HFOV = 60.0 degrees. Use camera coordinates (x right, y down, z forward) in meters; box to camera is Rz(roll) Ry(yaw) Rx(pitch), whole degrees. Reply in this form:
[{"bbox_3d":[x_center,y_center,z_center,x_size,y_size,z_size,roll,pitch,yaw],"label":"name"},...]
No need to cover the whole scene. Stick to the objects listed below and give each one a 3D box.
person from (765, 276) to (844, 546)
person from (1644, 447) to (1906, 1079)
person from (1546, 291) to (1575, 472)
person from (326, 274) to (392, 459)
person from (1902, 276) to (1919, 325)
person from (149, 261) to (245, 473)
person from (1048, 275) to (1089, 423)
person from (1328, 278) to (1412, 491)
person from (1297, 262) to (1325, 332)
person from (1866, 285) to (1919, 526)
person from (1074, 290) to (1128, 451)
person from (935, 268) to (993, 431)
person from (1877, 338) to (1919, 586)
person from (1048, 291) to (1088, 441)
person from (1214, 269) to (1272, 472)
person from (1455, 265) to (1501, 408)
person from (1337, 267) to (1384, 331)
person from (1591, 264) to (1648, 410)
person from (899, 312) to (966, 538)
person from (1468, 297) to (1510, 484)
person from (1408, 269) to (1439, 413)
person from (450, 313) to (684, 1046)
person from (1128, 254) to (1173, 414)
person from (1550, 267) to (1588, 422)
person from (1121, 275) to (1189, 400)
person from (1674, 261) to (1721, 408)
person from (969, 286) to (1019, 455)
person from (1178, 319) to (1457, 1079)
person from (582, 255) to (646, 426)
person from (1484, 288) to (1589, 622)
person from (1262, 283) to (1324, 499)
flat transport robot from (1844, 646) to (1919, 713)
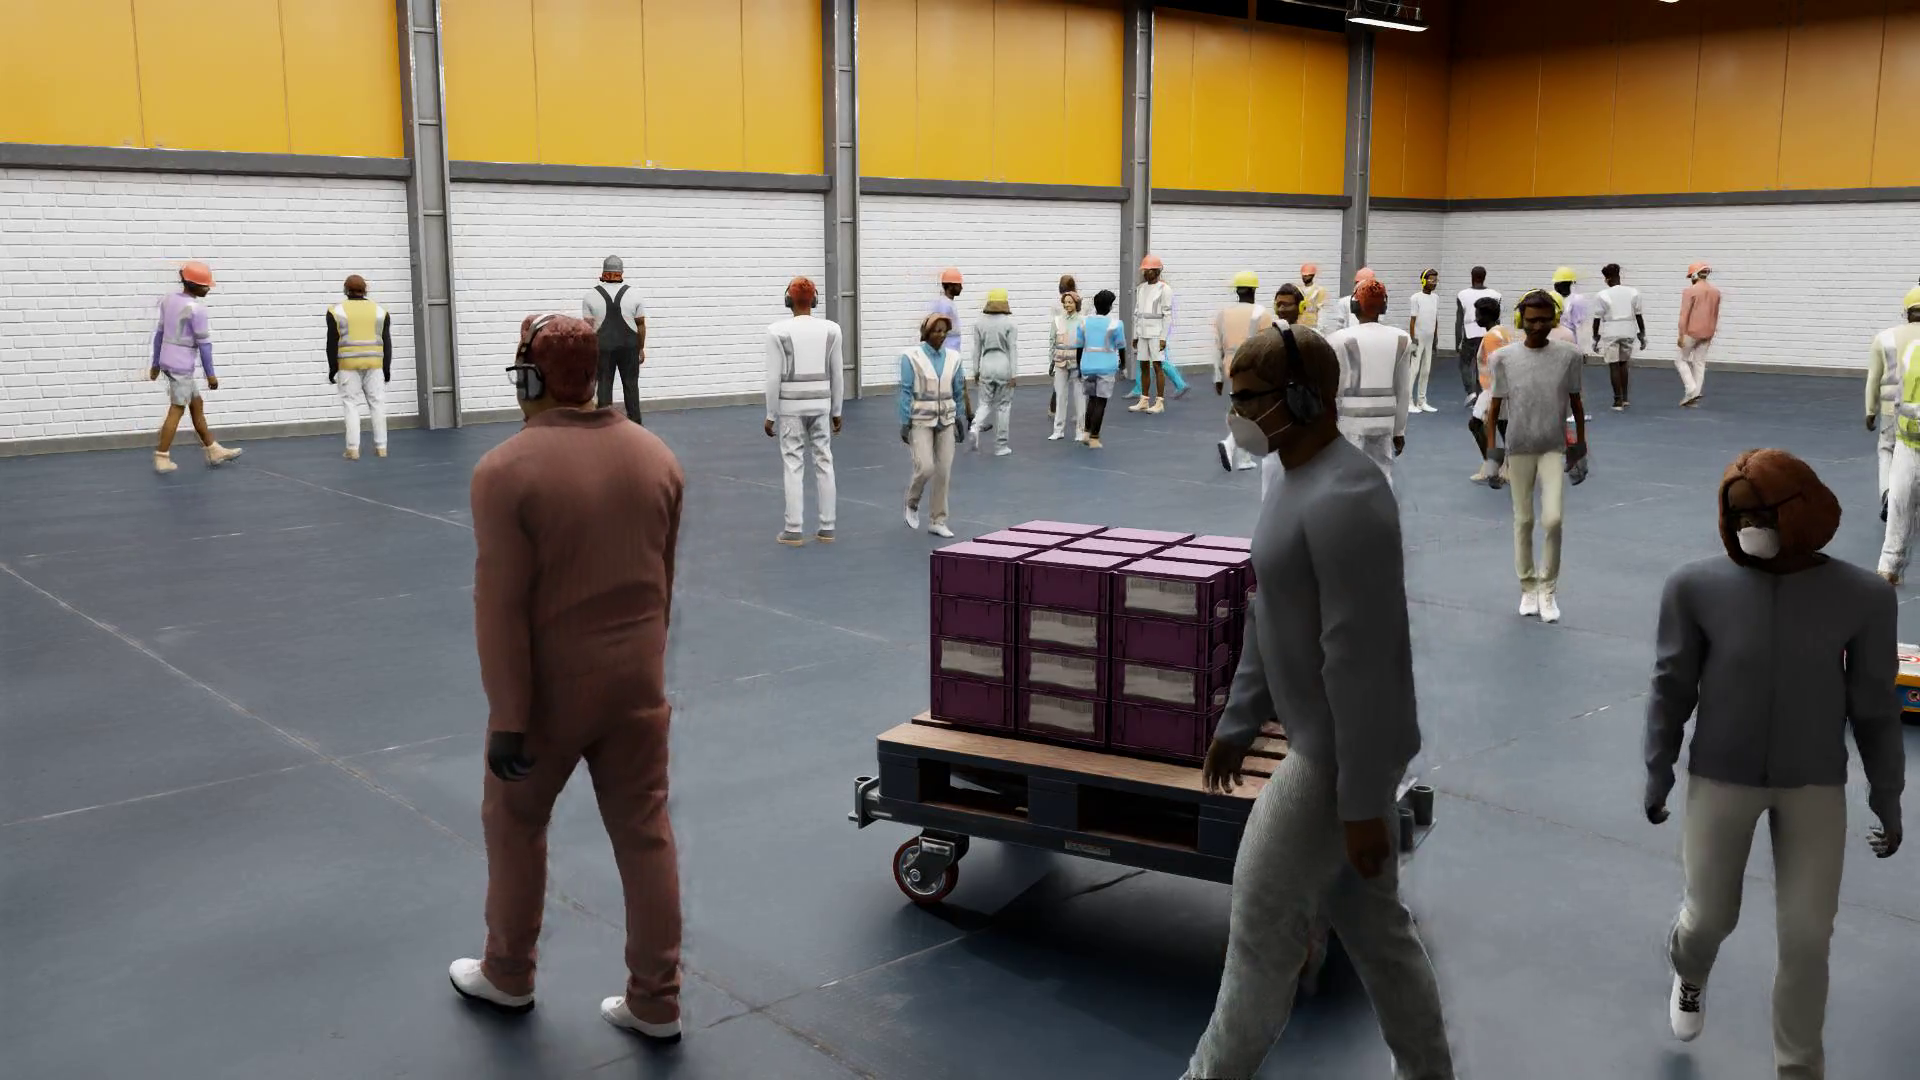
[{"bbox_3d":[-1.090,-0.899,11.661,0.584,1.882,0.337,-5,11,-26],"label":"person"},{"bbox_3d":[1.910,0.569,3.921,0.558,1.602,0.578,4,10,20],"label":"person"},{"bbox_3d":[5.427,-1.421,15.202,0.857,1.708,0.546,-4,10,-22],"label":"person"},{"bbox_3d":[-6.016,-1.733,16.671,0.633,1.842,0.429,-6,12,-33],"label":"person"},{"bbox_3d":[13.585,-2.856,23.377,0.625,1.806,0.912,-4,10,-21],"label":"person"},{"bbox_3d":[-7.259,-1.632,15.701,0.682,1.970,0.885,9,13,42],"label":"person"},{"bbox_3d":[1.333,-2.337,20.363,0.511,1.797,0.955,-2,10,-11],"label":"person"},{"bbox_3d":[2.537,-0.690,10.437,0.587,1.882,0.342,-3,10,-17],"label":"person"},{"bbox_3d":[5.403,-3.357,25.942,0.580,1.919,0.418,9,13,43],"label":"person"},{"bbox_3d":[7.062,-0.979,12.343,0.611,1.814,0.608,5,11,28],"label":"person"},{"bbox_3d":[1.493,-1.774,17.396,0.540,1.672,0.570,6,11,30],"label":"person"},{"bbox_3d":[-0.161,-2.194,19.253,1.005,1.892,0.563,0,10,2],"label":"person"},{"bbox_3d":[6.024,-0.599,10.160,0.912,1.811,0.641,-5,11,-29],"label":"person"},{"bbox_3d":[1.213,-1.901,18.239,0.513,1.642,0.311,4,11,24],"label":"person"},{"bbox_3d":[2.612,-1.568,15.507,0.591,1.903,0.721,9,13,42],"label":"person"},{"bbox_3d":[6.832,-2.665,21.957,0.612,1.901,0.432,0,10,0],"label":"person"},{"bbox_3d":[4.720,-2.276,19.705,0.555,1.903,0.950,3,10,20],"label":"person"},{"bbox_3d":[8.697,-2.691,22.018,0.691,1.925,0.650,0,10,1],"label":"person"},{"bbox_3d":[-0.195,-0.826,11.958,0.530,1.623,0.382,-6,11,-29],"label":"person"},{"bbox_3d":[4.749,-1.317,14.741,0.508,1.657,0.557,5,11,29],"label":"person"},{"bbox_3d":[6.013,-2.573,21.550,0.507,1.861,0.329,-7,12,-34],"label":"person"},{"bbox_3d":[-1.051,0.356,4.346,0.870,1.870,0.673,8,13,40],"label":"person"},{"bbox_3d":[2.453,-2.650,21.443,0.367,2.046,0.608,-8,12,-38],"label":"person"},{"bbox_3d":[7.254,-2.355,20.193,0.979,1.876,0.609,-1,10,-3],"label":"person"},{"bbox_3d":[2.776,-2.876,23.435,0.895,1.816,0.567,-1,10,-7],"label":"person"},{"bbox_3d":[9.834,-2.745,22.262,0.651,1.952,0.486,-3,10,-17],"label":"person"},{"bbox_3d":[0.337,-1.698,16.815,0.490,1.727,0.550,4,11,25],"label":"person"},{"bbox_3d":[0.731,0.473,3.636,0.884,1.886,0.653,1,10,7],"label":"person"},{"bbox_3d":[-3.867,-2.174,18.666,0.683,2.000,0.538,-2,10,-10],"label":"person"},{"bbox_3d":[3.204,-0.465,9.230,0.560,1.840,0.612,3,10,17],"label":"person"},{"bbox_3d":[2.379,-0.915,11.895,0.521,1.845,0.841,6,12,33],"label":"person"},{"bbox_3d":[4.265,0.626,7.446,1.431,0.197,0.652,6,11,32],"label":"flat transport robot"}]
